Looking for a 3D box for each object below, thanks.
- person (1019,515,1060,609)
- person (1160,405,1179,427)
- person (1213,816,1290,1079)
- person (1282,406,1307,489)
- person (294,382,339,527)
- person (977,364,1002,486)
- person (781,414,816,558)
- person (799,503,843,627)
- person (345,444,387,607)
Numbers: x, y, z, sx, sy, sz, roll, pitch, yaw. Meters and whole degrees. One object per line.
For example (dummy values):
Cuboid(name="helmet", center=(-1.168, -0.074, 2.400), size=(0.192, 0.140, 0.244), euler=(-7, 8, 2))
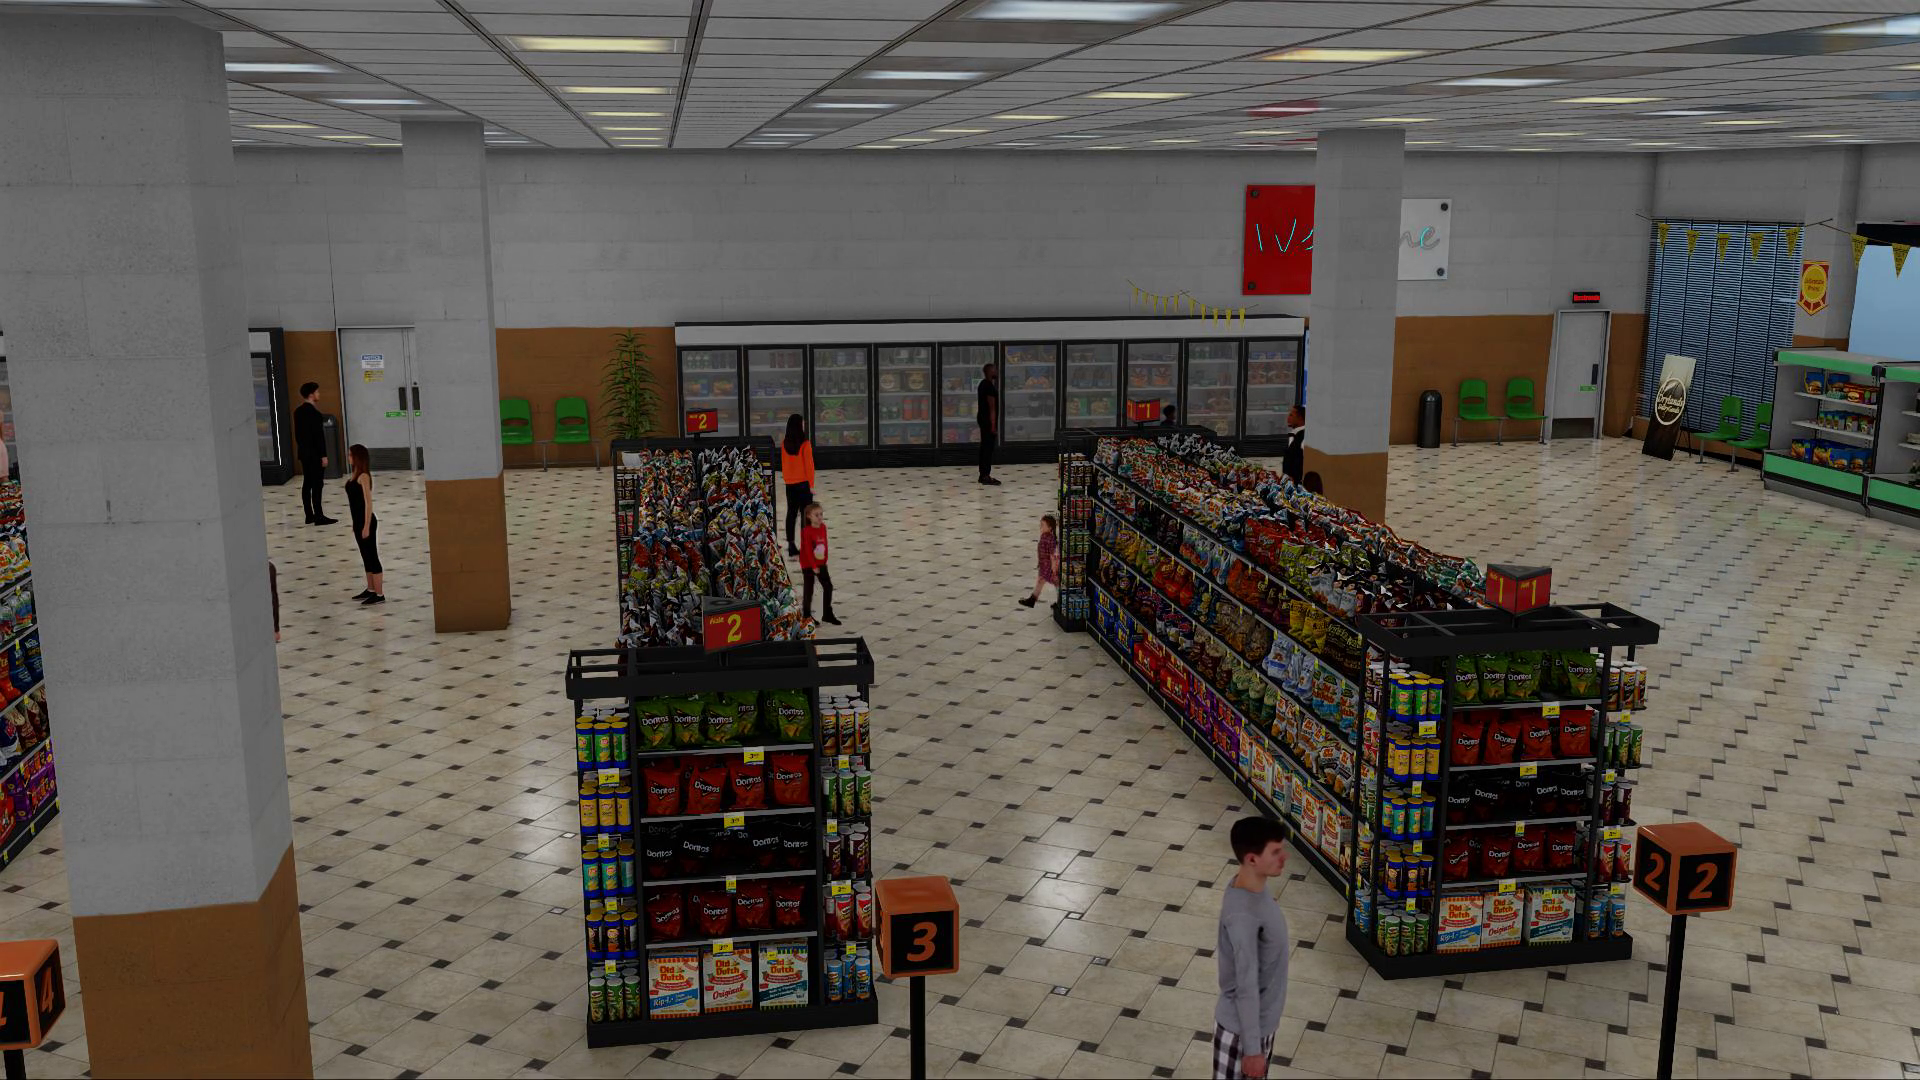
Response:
Cuboid(name="person", center=(0.975, 0.246, 17.563), size=(0.491, 1.001, 0.666), euler=(-2, 12, -10))
Cuboid(name="person", center=(3.084, -1.367, 24.571), size=(0.664, 1.271, 0.586), euler=(-10, 15, -38))
Cuboid(name="person", center=(1.198, 2.038, 7.001), size=(0.762, 1.847, 0.627), euler=(3, 12, 15))
Cuboid(name="person", center=(3.946, -0.614, 19.425), size=(0.757, 1.918, 0.504), euler=(-3, 12, -12))
Cuboid(name="person", center=(-8.588, -1.149, 22.034), size=(0.766, 1.890, 0.840), euler=(9, 15, 37))
Cuboid(name="person", center=(0.421, -1.758, 25.100), size=(0.719, 1.819, 0.490), euler=(-2, 12, -11))
Cuboid(name="person", center=(-1.947, -0.658, 20.043), size=(0.698, 1.749, 0.763), euler=(9, 15, 36))
Cuboid(name="person", center=(-1.525, 0.249, 16.894), size=(0.723, 1.271, 0.655), euler=(10, 15, 39))
Cuboid(name="person", center=(-6.371, -0.174, 17.803), size=(0.702, 1.726, 0.582), euler=(-8, 14, -34))
